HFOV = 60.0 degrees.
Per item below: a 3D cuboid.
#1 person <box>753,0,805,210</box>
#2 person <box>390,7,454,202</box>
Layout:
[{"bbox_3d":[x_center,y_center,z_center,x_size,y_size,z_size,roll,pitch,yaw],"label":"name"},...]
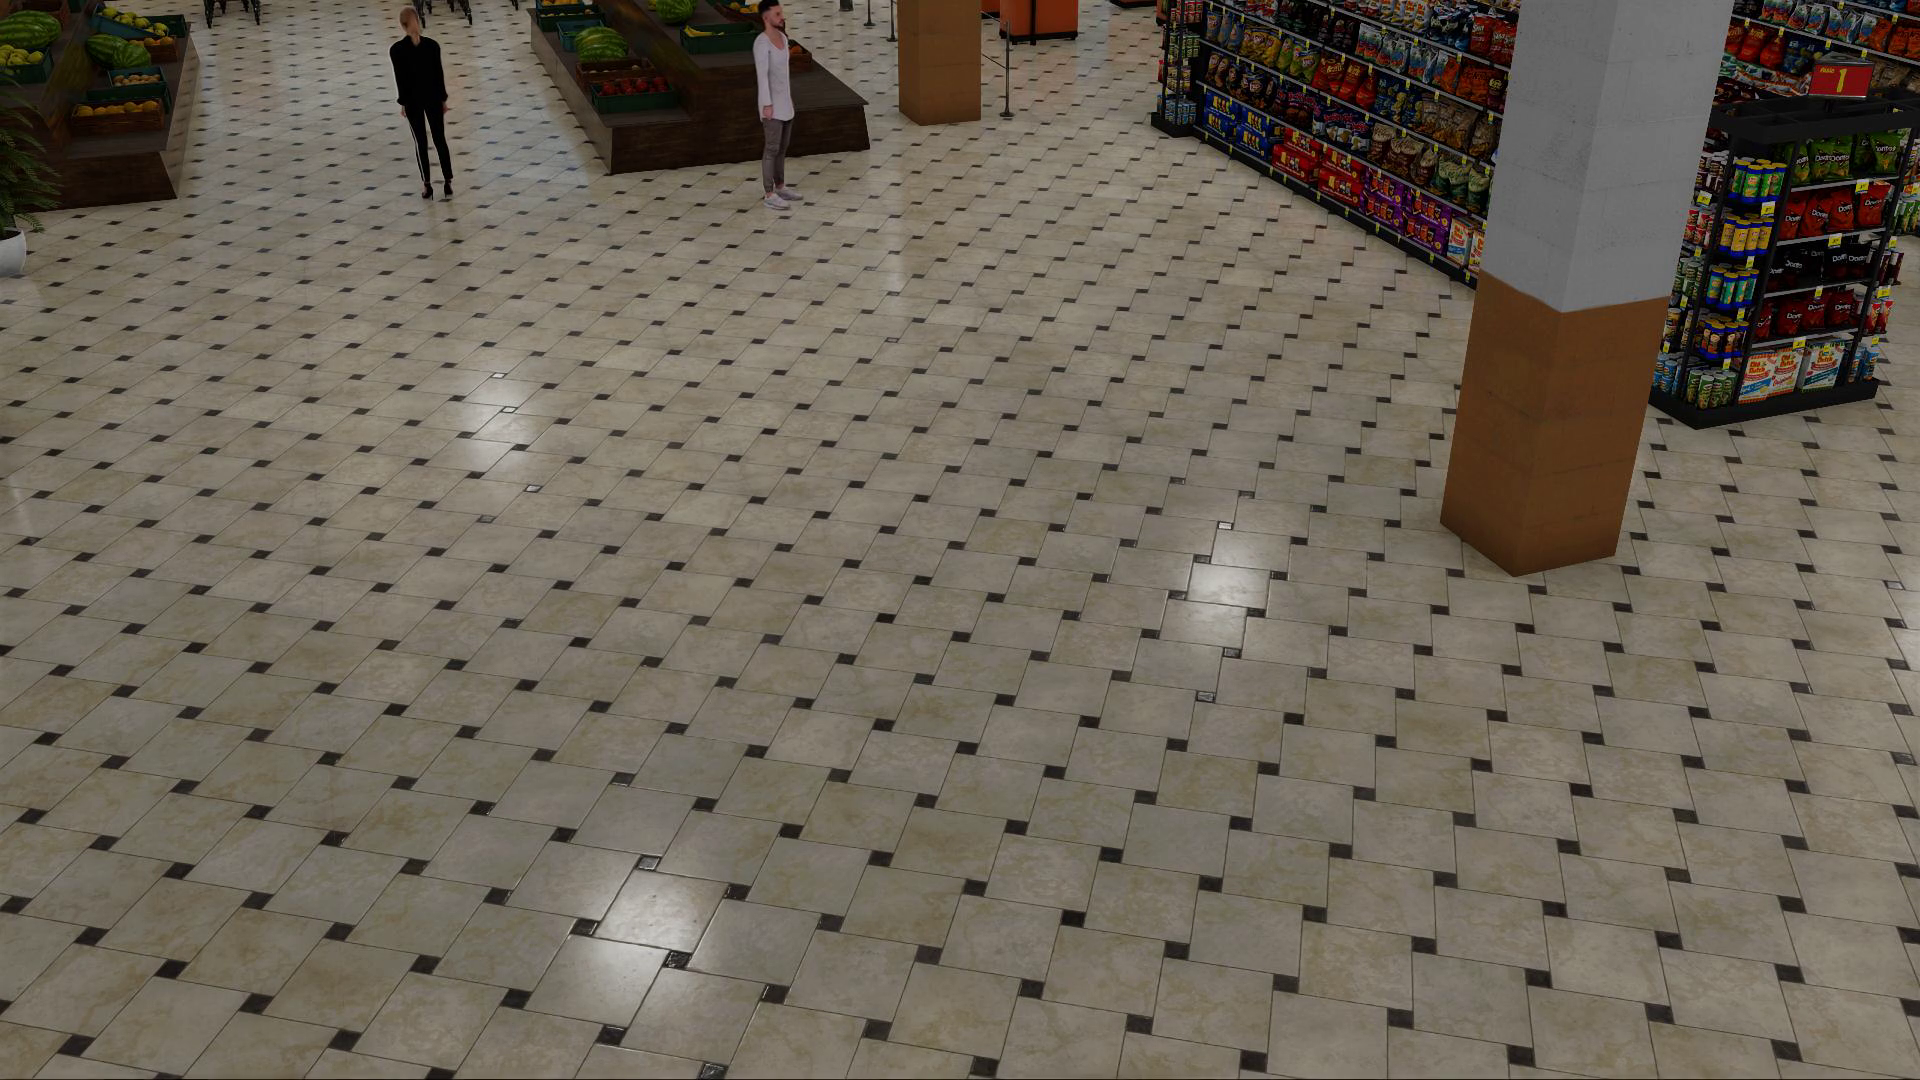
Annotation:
[{"bbox_3d":[-1.642,-3.907,14.830,0.805,1.840,0.713,9,30,16],"label":"person"},{"bbox_3d":[-4.842,-3.929,15.009,0.640,1.707,0.591,-15,32,-25],"label":"person"}]
